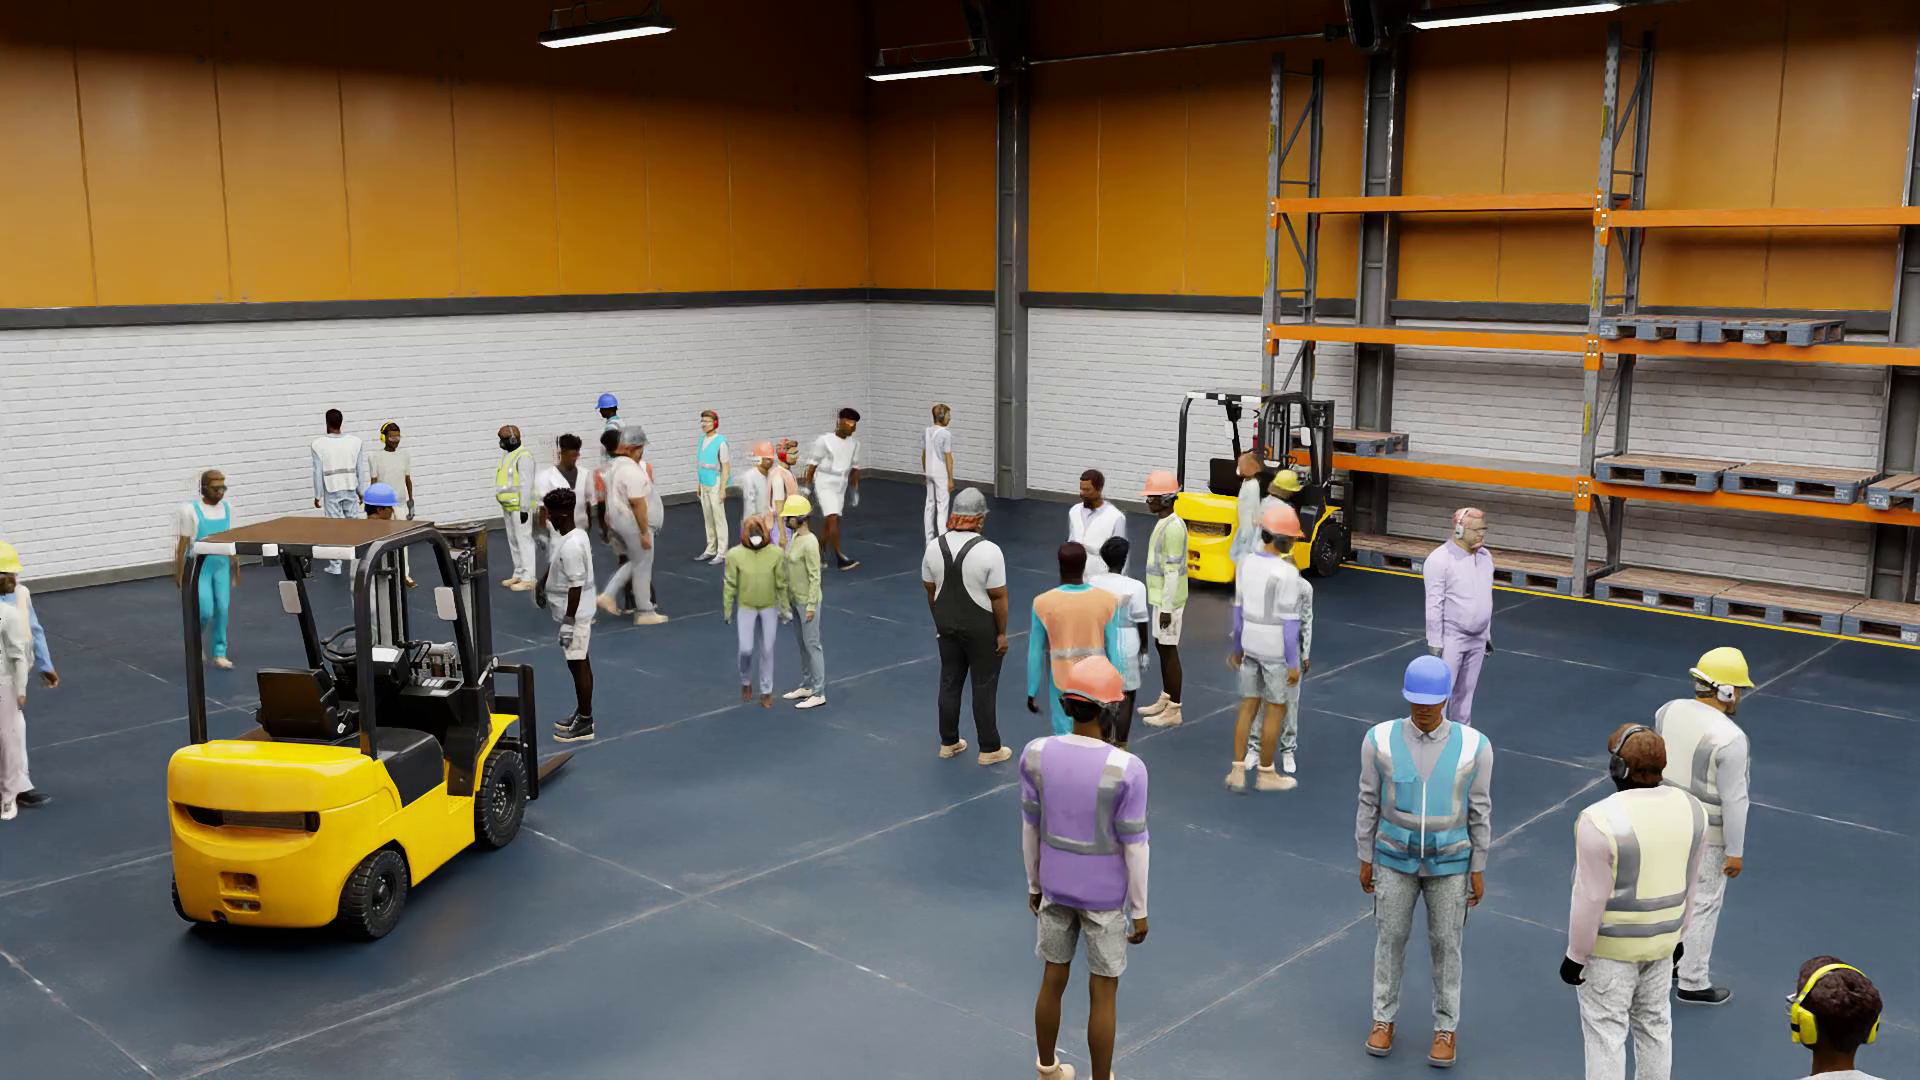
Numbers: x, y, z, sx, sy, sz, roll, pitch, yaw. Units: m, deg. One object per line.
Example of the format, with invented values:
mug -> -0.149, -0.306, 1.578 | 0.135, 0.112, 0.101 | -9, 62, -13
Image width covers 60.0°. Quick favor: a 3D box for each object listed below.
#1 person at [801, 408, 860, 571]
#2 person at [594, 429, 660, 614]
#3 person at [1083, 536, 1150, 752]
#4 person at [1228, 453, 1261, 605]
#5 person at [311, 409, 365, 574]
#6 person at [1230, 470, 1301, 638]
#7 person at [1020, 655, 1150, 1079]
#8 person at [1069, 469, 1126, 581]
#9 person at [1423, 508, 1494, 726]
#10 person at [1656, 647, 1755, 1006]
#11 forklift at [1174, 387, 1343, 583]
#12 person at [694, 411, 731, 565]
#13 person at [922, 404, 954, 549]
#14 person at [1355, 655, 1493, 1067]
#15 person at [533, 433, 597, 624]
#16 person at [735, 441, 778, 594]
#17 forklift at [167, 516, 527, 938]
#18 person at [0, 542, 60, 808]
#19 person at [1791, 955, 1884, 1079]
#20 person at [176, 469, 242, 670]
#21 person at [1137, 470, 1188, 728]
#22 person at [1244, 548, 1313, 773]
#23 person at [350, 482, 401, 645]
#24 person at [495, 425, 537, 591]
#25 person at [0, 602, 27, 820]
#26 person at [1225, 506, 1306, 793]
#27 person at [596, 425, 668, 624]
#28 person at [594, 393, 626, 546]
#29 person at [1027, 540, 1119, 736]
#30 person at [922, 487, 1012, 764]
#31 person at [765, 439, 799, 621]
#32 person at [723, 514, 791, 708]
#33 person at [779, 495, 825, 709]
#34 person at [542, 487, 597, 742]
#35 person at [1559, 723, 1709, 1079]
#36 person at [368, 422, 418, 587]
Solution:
person -> -1.441, -0.593, 19.499 | 0.688, 1.905, 0.894 | -10, 14, -44
person -> -3.436, -0.198, 17.218 | 0.664, 1.927, 0.505 | -2, 10, -10
person -> 1.137, 0.805, 12.211 | 0.568, 1.683, 0.433 | 6, 12, 31
person -> 3.006, -0.111, 17.554 | 0.334, 1.620, 0.514 | 1, 10, 3
person -> -7.197, -0.564, 19.295 | 0.591, 1.922, 0.390 | -8, 13, -39
person -> 2.885, 0.164, 15.782 | 0.574, 1.696, 0.576 | -3, 10, -16
person -> 0.558, 1.501, 7.221 | 0.609, 2.034, 0.401 | 7, 12, 33
person -> 1.174, 0.338, 14.243 | 0.416, 1.907, 0.615 | -9, 13, -40
person -> 3.654, 0.709, 12.099 | 0.638, 1.907, 0.407 | -6, 12, -33
person -> 3.700, 1.421, 8.296 | 0.403, 1.819, 0.602 | -2, 10, -13
forklift -> 3.298, -0.608, 18.767 | 1.214, 2.155, 2.313 | 9, 13, 42
person -> -2.948, -0.631, 19.887 | 0.376, 1.845, 0.571 | -8, 13, -39
person -> -0.265, -0.775, 20.730 | 0.349, 1.840, 0.506 | -9, 13, -42
person -> 2.131, 1.469, 7.686 | 0.601, 1.939, 0.410 | 3, 10, 18
person -> -4.015, -0.132, 16.823 | 0.642, 1.926, 0.820 | -9, 14, -43
person -> -2.198, -0.221, 17.940 | 0.866, 1.715, 0.560 | 8, 13, 38
forklift -> -3.583, 0.976, 9.748 | 1.214, 2.155, 2.313 | 2, 10, 11
person -> -6.397, 0.902, 11.270 | 0.726, 1.799, 0.597 | 1, 10, 8
person -> 2.339, 2.054, 4.577 | 0.510, 1.861, 0.324 | -2, 10, -11
person -> -6.713, 0.264, 14.848 | 0.478, 1.824, 0.559 | 7, 12, 33
person -> 1.599, 0.461, 13.154 | 0.393, 2.037, 0.604 | 0, 10, -1
person -> 2.273, 0.814, 11.957 | 0.492, 1.742, 0.323 | 3, 10, 15
person -> -4.592, 0.510, 13.161 | 0.421, 1.937, 0.616 | -8, 13, -39
person -> -4.921, -0.365, 18.436 | 0.429, 1.831, 0.634 | -7, 12, -36
person -> -6.485, 0.963, 11.103 | 0.534, 1.756, 0.531 | -2, 10, -10
person -> 2.095, 0.764, 11.507 | 0.548, 2.015, 0.630 | -5, 11, -27
person -> -3.267, -0.155, 16.626 | 0.618, 2.000, 0.695 | -5, 11, -25
person -> -4.407, -0.898, 21.155 | 0.416, 1.939, 0.605 | 0, 10, 0
person -> 0.752, 0.941, 10.860 | 0.602, 1.881, 0.969 | -3, 10, -17
person -> 0.094, 0.616, 12.234 | 0.684, 2.000, 0.538 | 6, 12, 33
person -> -1.806, -0.111, 16.938 | 0.372, 1.840, 0.570 | 0, 10, 1
person -> -1.663, 0.581, 13.643 | 0.535, 1.616, 0.328 | -2, 10, -12
person -> -1.303, 0.501, 13.679 | 0.322, 1.765, 0.533 | -4, 11, -22
person -> -2.985, 0.564, 12.765 | 0.377, 1.958, 0.600 | -1, 10, -8
person -> 2.745, 1.656, 6.881 | 0.634, 1.842, 0.429 | -4, 11, -22
person -> -6.278, -0.376, 18.414 | 0.334, 1.860, 0.509 | 10, 14, 44
